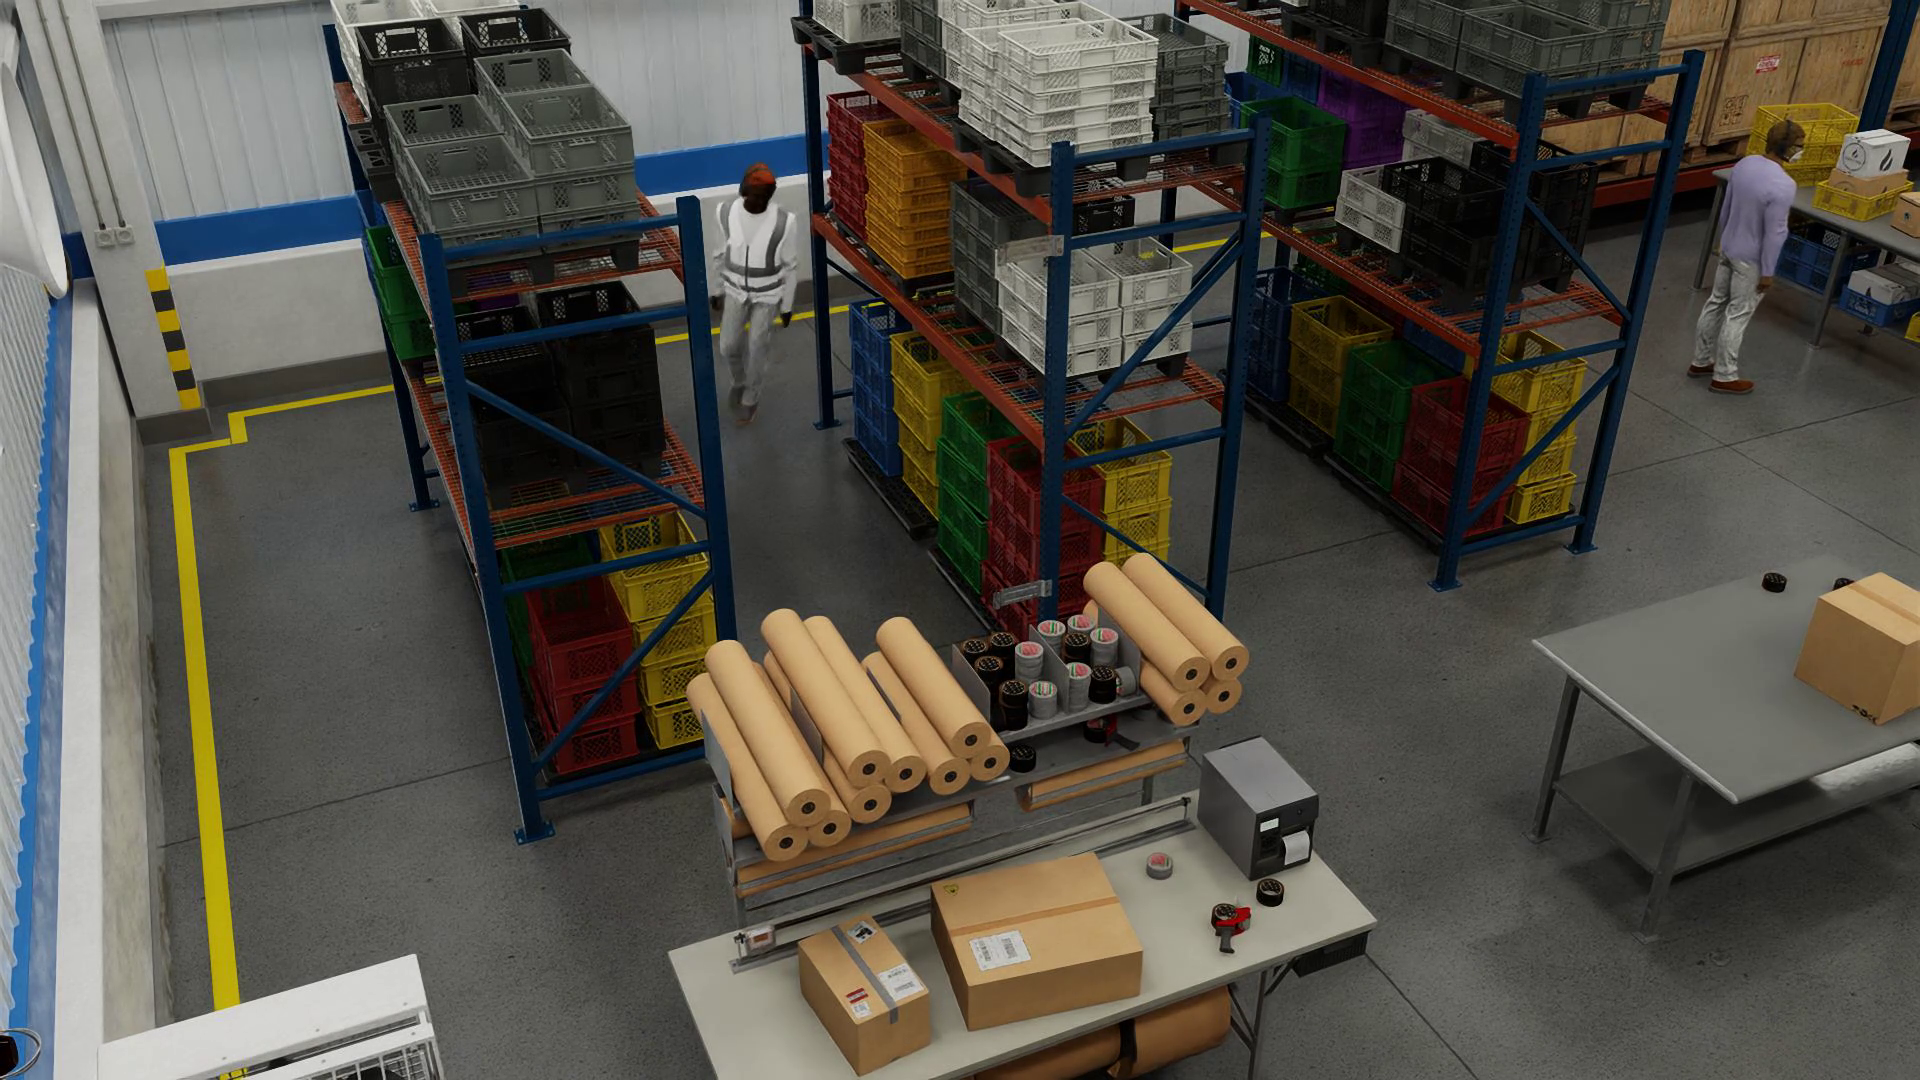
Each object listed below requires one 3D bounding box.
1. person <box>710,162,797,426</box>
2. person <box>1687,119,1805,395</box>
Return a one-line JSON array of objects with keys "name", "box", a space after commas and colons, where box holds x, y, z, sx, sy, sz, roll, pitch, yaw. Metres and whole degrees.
[{"name": "person", "box": [-1.373, -1.631, 11.091, 0.644, 1.855, 0.383, 6, 32, 10]}, {"name": "person", "box": [5.473, -1.969, 11.569, 0.376, 1.934, 0.629, -4, 32, -7]}]
